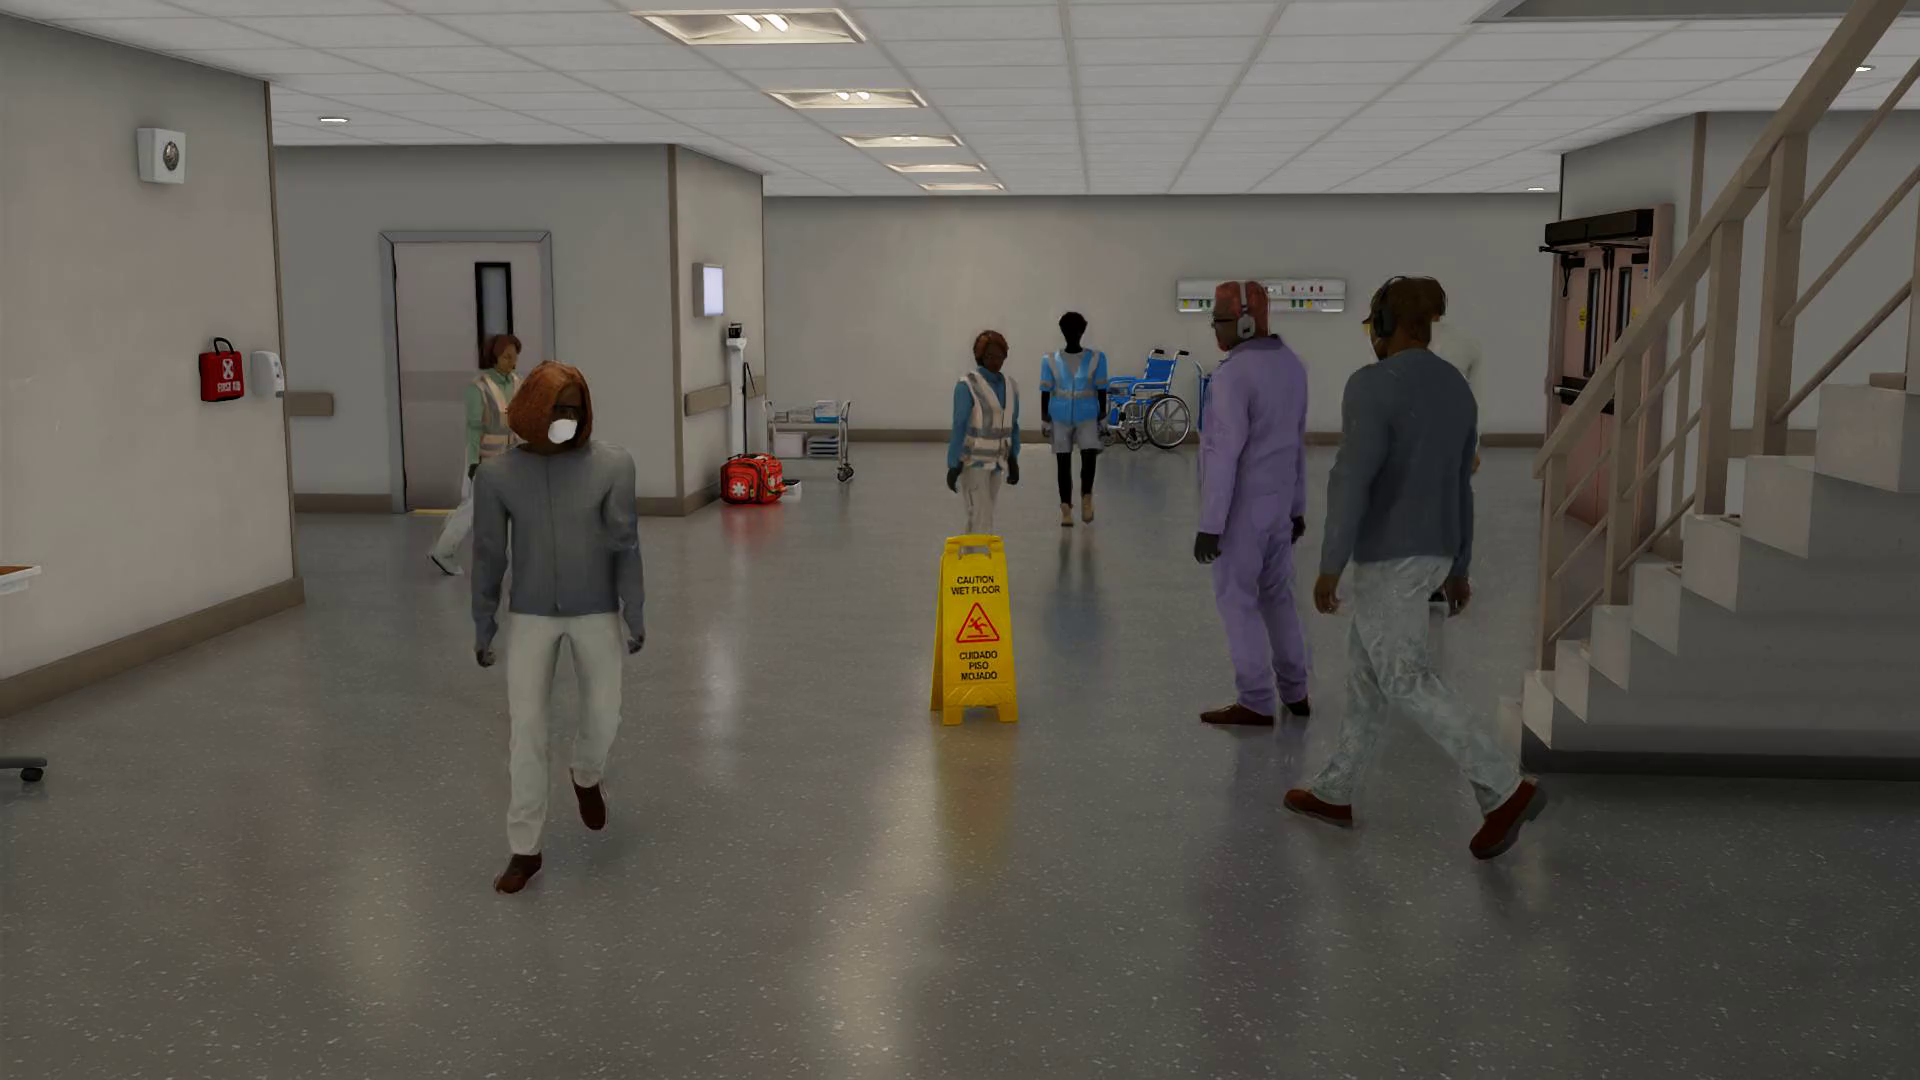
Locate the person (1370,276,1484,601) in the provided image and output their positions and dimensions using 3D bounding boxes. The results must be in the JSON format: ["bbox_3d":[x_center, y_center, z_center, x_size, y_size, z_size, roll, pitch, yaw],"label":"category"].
[{"bbox_3d":[2.643,-0.542,9.553,0.650,1.918,0.453,0,8,2],"label":"person"}]

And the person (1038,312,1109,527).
[{"bbox_3d":[0.884,-0.940,13.023,0.551,1.686,0.368,1,8,8],"label":"person"}]

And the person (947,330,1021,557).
[{"bbox_3d":[0.159,-0.426,9.794,0.556,1.605,0.584,7,11,38],"label":"person"}]

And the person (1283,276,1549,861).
[{"bbox_3d":[1.525,0.078,5.473,0.688,1.894,0.916,-8,11,-43],"label":"person"}]

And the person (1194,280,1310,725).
[{"bbox_3d":[1.249,-0.142,7.039,0.432,1.869,0.807,7,11,39],"label":"person"}]

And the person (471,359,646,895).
[{"bbox_3d":[-1.254,0.243,5.215,0.538,1.622,0.527,-1,8,-8],"label":"person"}]

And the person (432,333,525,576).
[{"bbox_3d":[-3.024,-0.531,10.601,0.842,1.589,0.542,5,10,30],"label":"person"}]
